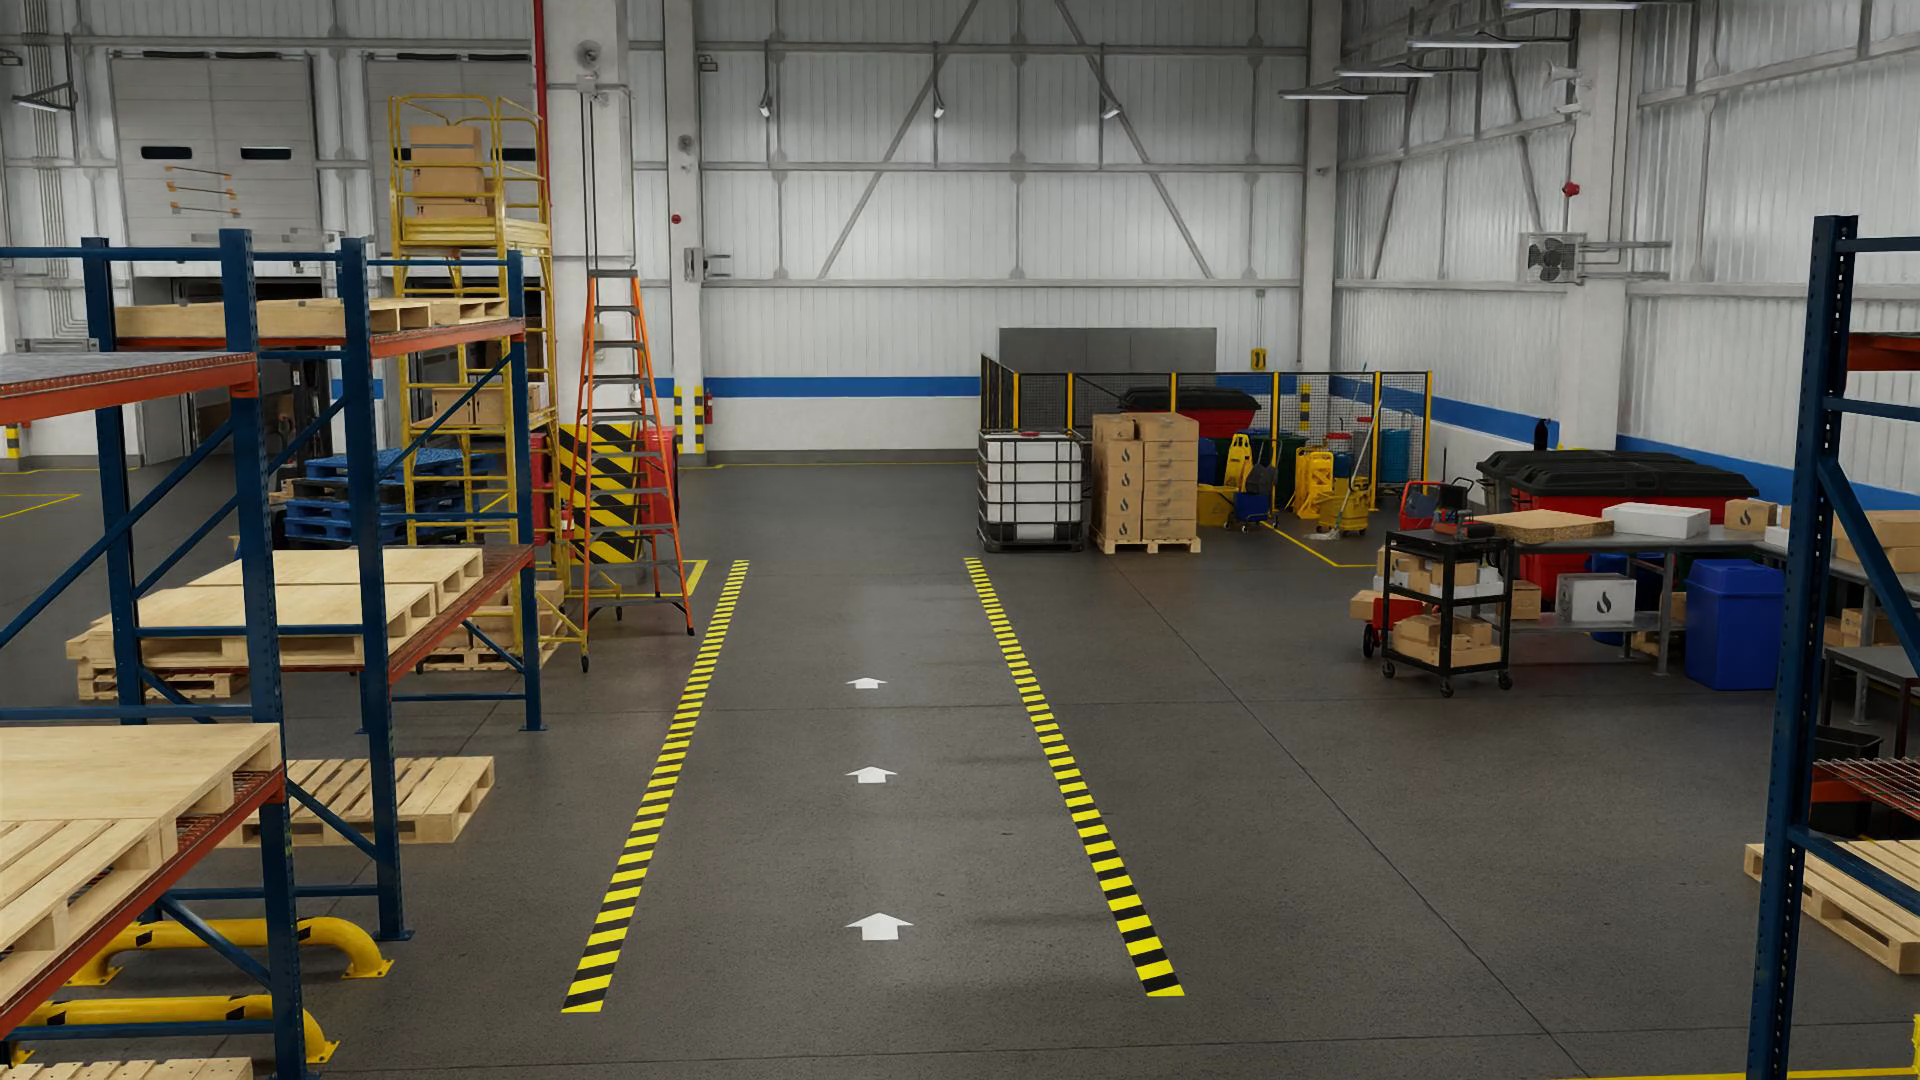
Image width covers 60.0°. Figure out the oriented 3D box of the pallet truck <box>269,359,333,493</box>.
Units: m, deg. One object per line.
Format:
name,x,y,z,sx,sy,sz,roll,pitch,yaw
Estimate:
pallet truck,-7.062,-1.131,18.996,1.885,1.965,0.823,2,9,13
